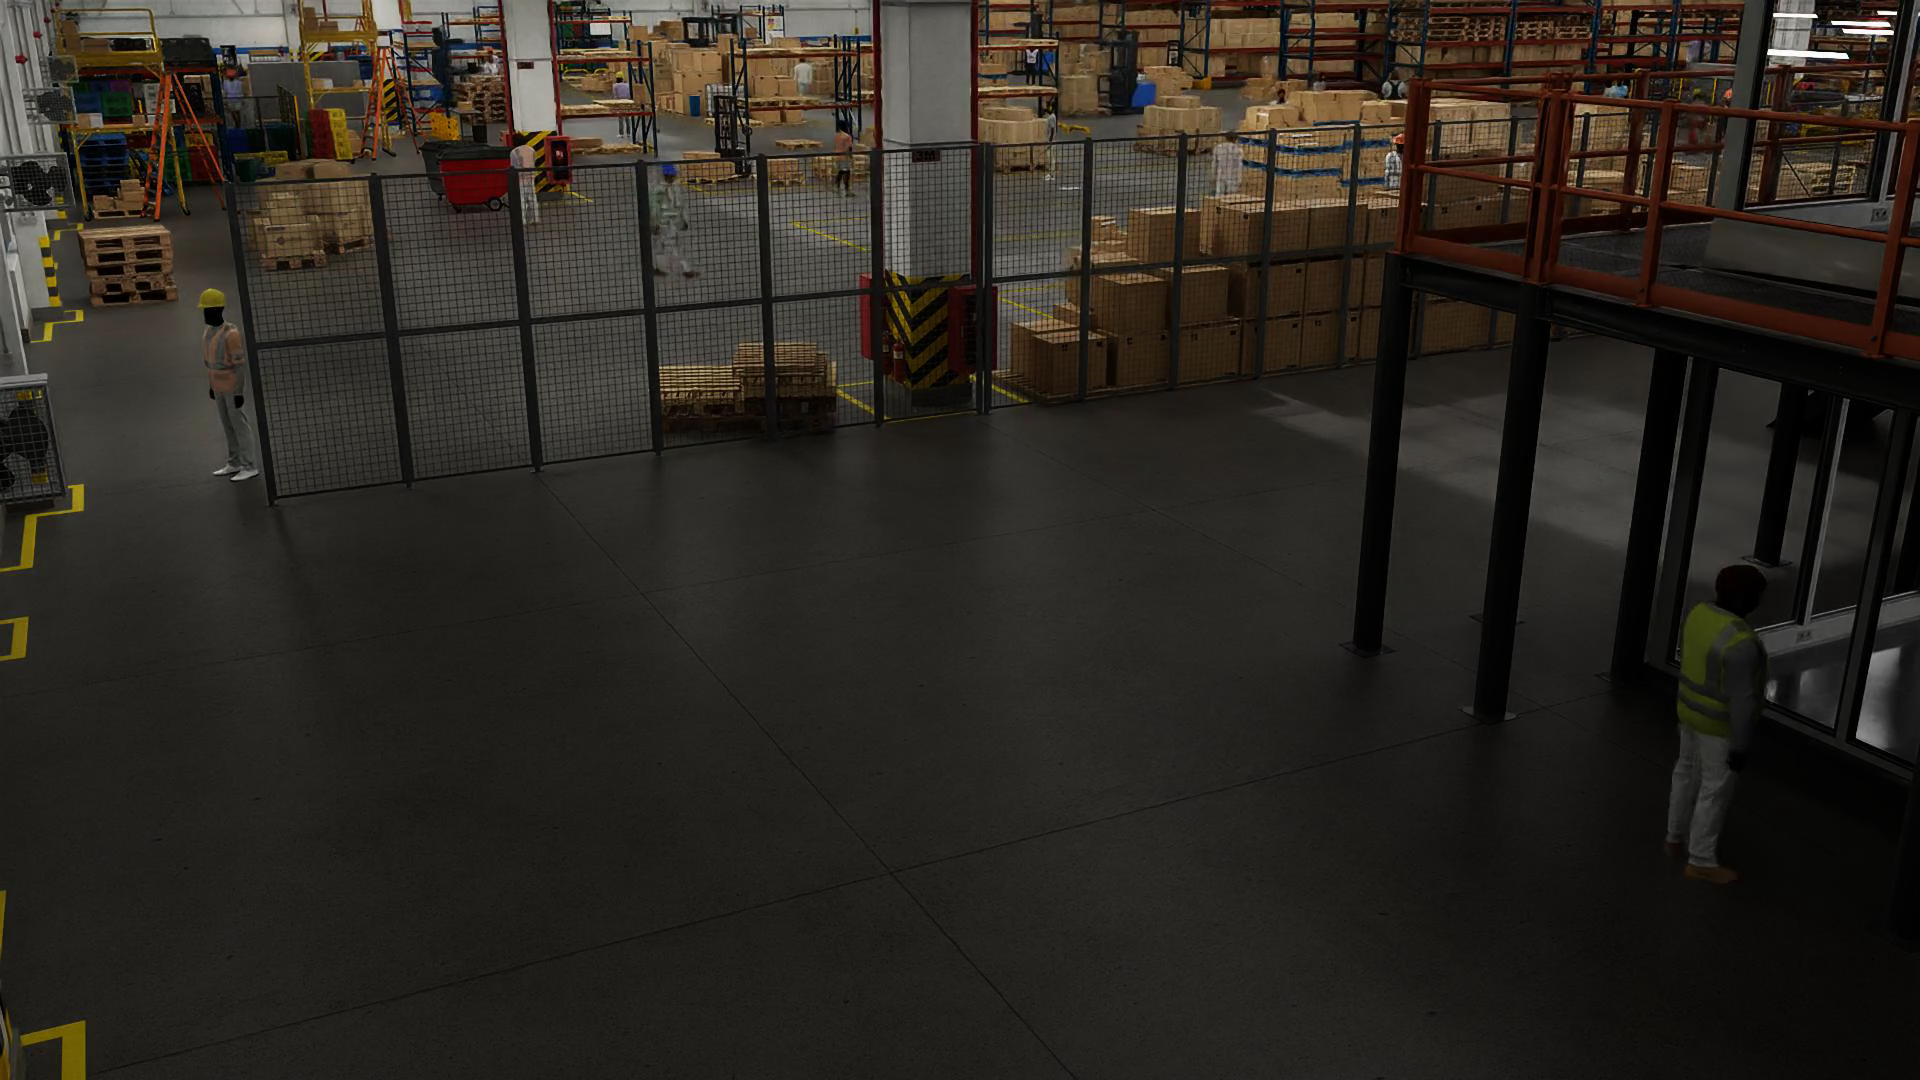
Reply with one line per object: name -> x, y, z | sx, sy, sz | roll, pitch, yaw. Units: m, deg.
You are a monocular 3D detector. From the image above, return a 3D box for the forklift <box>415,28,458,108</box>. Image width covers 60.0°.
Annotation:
forklift -> -18.951, -17.120, 60.297 | 1.873, 2.768, 1.129 | -3, 19, -9

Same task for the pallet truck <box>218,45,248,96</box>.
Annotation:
pallet truck -> -28.879, -18.665, 66.111 | 0.823, 1.965, 1.885 | -3, 19, -9

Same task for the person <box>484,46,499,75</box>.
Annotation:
person -> -18.481, -18.477, 65.656 | 0.551, 1.935, 0.375 | -12, 22, -31

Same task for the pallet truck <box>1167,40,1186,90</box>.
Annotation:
pallet truck -> 9.045, -19.971, 69.895 | 0.823, 1.965, 1.885 | -3, 19, -8

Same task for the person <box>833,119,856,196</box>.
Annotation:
person -> -2.617, -8.575, 37.333 | 0.315, 1.683, 0.622 | -18, 26, -42

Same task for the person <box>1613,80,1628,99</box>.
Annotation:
person -> 20.566, -13.642, 52.015 | 0.558, 1.678, 0.530 | 5, 20, 14

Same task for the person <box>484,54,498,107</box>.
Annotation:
person -> -17.142, -16.889, 61.157 | 0.634, 1.863, 0.617 | 12, 23, 32

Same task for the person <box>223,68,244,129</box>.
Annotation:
person -> -22.649, -13.734, 51.918 | 0.577, 1.925, 0.449 | -5, 20, -13

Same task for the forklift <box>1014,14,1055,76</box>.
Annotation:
forklift -> 3.611, -23.259, 78.094 | 1.873, 2.768, 1.129 | 6, 20, 17

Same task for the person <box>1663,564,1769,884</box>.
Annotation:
person -> 4.234, 1.016, 9.312 | 0.429, 1.840, 0.660 | -2, 19, -6

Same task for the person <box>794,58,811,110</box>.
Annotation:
person -> -5.621, -16.407, 59.695 | 0.634, 1.917, 0.819 | -7, 20, -18

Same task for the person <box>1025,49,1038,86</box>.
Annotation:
person -> 3.064, -20.407, 71.277 | 0.587, 1.920, 0.391 | 0, 19, 1

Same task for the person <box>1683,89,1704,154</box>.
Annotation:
person -> 20.098, -11.522, 45.779 | 0.536, 1.741, 0.707 | -13, 23, -33

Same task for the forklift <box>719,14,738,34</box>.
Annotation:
forklift -> -10.771, -23.174, 77.848 | 1.129, 2.768, 1.873 | 15, 24, 37

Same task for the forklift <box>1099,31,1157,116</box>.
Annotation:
forklift -> 5.790, -16.137, 57.449 | 1.873, 2.768, 1.129 | -9, 21, -25

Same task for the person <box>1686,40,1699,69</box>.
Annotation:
person -> 34.717, -23.005, 78.808 | 0.582, 1.919, 0.634 | -3, 19, -10

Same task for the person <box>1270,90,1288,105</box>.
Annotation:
person -> 8.409, -10.837, 43.612 | 0.614, 1.862, 0.987 | -4, 19, -11

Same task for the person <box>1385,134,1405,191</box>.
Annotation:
person -> 8.323, -6.741, 31.635 | 0.551, 1.937, 0.357 | -9, 21, -24

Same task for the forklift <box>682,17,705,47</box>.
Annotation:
forklift -> -11.616, -21.399, 72.703 | 1.129, 2.768, 1.873 | 7, 20, 20

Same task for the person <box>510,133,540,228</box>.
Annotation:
person -> -8.624, -7.095, 32.835 | 0.430, 1.837, 0.620 | 12, 23, 32

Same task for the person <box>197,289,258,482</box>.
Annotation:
person -> -7.330, -1.547, 16.589 | 0.594, 1.928, 0.361 | 15, 24, 37

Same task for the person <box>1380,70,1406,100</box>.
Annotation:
person -> 12.981, -13.142, 50.033 | 0.693, 2.000, 1.006 | 1, 19, 2

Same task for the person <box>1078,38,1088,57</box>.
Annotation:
person -> 5.941, -23.343, 80.209 | 0.537, 1.634, 0.330 | 9, 21, 24

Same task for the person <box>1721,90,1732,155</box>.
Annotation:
person -> 19.358, -10.349, 42.010 | 0.374, 1.992, 0.622 | 11, 22, 30

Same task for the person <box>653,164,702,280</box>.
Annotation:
person -> -4.731, -5.243, 27.360 | 0.991, 1.893, 0.633 | 7, 20, 19

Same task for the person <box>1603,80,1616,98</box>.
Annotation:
person -> 18.827, -12.527, 48.382 | 0.366, 1.959, 0.602 | 0, 19, 1

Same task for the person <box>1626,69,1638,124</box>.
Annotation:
person -> 22.138, -14.570, 54.606 | 0.350, 1.758, 0.526 | 7, 20, 19

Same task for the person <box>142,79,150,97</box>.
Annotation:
person -> -25.073, -13.435, 51.506 | 0.525, 1.632, 0.321 | 9, 21, 25

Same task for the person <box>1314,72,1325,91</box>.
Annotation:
person -> 11.199, -13.714, 52.011 | 0.531, 1.835, 0.924 | -18, 26, -42

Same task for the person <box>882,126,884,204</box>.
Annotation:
person -> -1.546, -8.113, 35.951 | 0.809, 1.706, 0.486 | -7, 20, -20

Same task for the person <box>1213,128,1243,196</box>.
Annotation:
person -> 5.291, -7.144, 32.831 | 0.632, 1.946, 0.449 | 12, 23, 32

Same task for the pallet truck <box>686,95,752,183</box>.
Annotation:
pallet truck -> -5.836, -9.608, 39.856 | 0.823, 1.965, 1.885 | 10, 22, 27

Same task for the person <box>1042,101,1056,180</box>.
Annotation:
person -> 2.159, -9.625, 40.091 | 0.328, 1.876, 0.514 | 0, 19, 0

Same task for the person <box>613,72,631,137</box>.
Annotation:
person -> -10.222, -13.140, 50.228 | 0.610, 1.928, 0.400 | -15, 24, -38
